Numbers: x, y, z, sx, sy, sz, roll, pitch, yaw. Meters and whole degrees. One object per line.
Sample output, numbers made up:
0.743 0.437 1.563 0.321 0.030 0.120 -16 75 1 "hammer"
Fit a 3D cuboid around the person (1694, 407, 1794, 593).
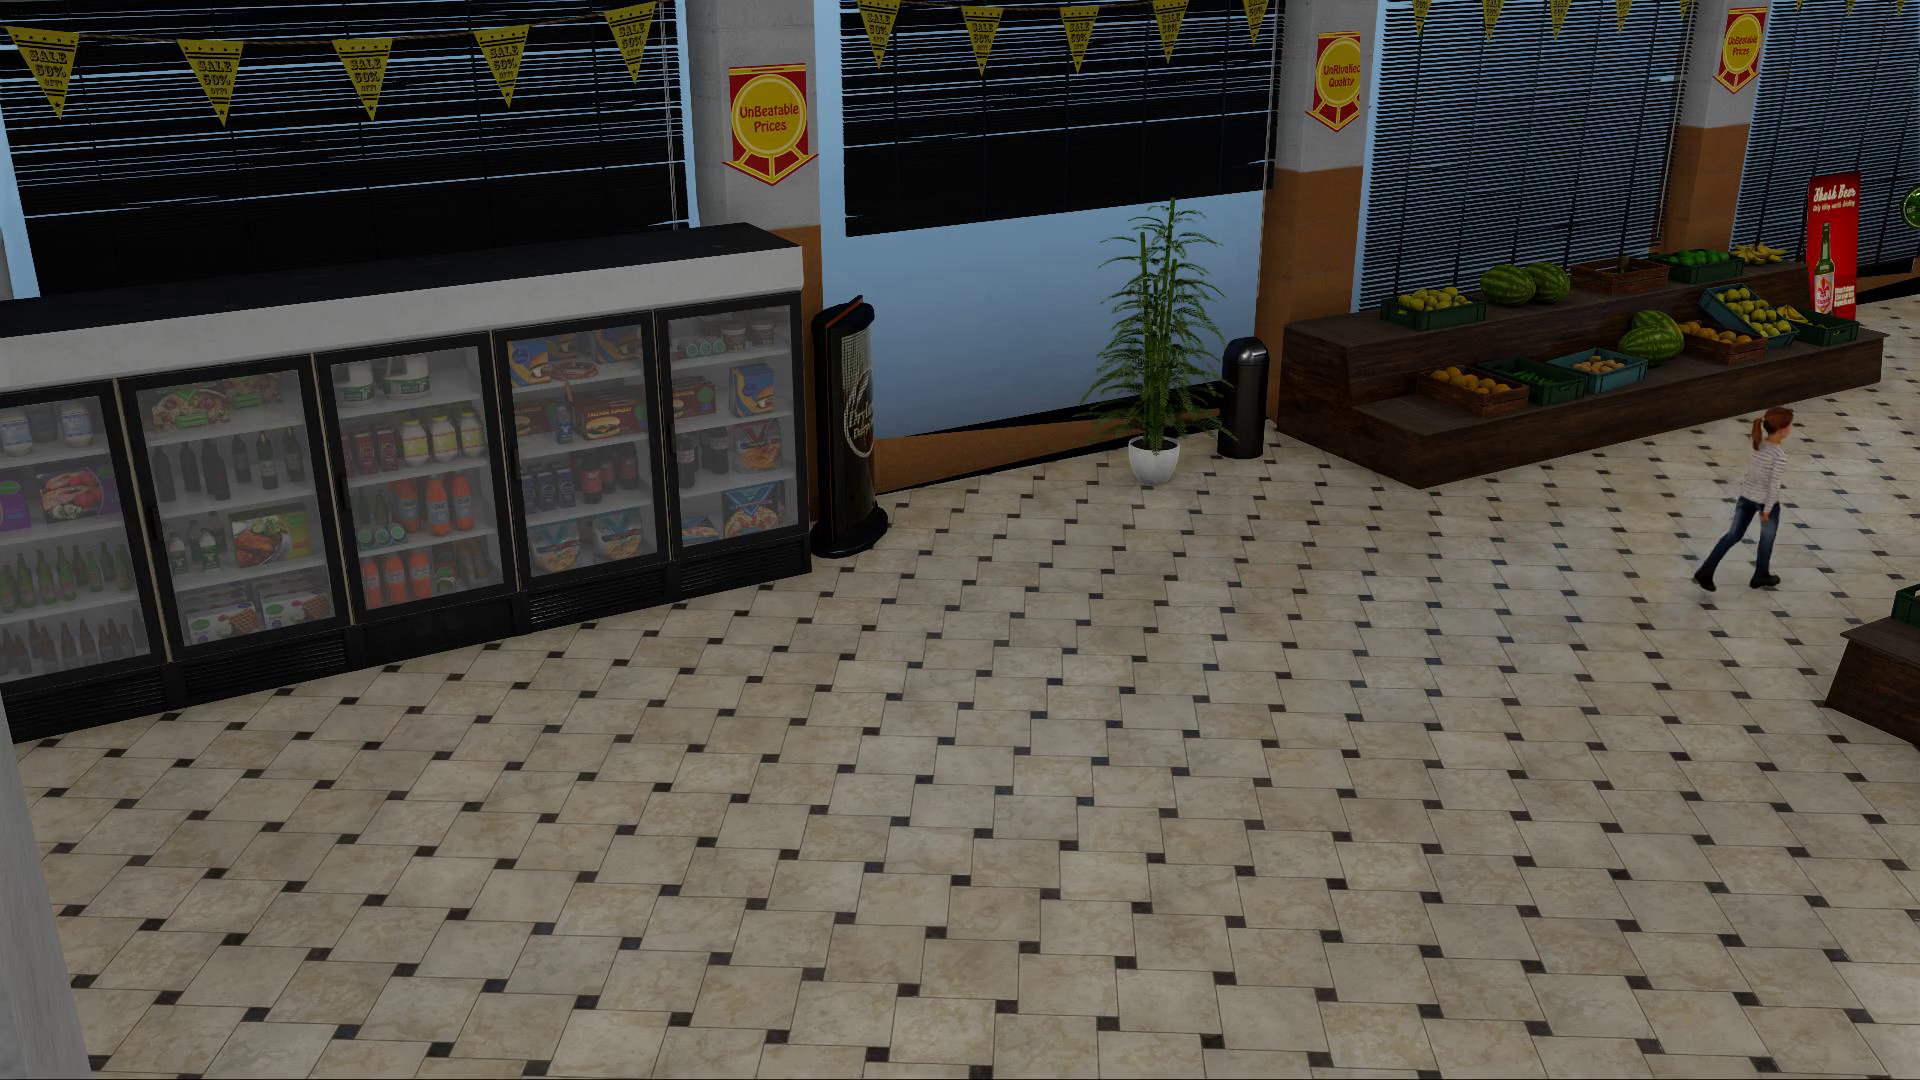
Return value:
5.240 -0.242 11.059 0.946 1.289 0.565 -8 23 -19 "person"
